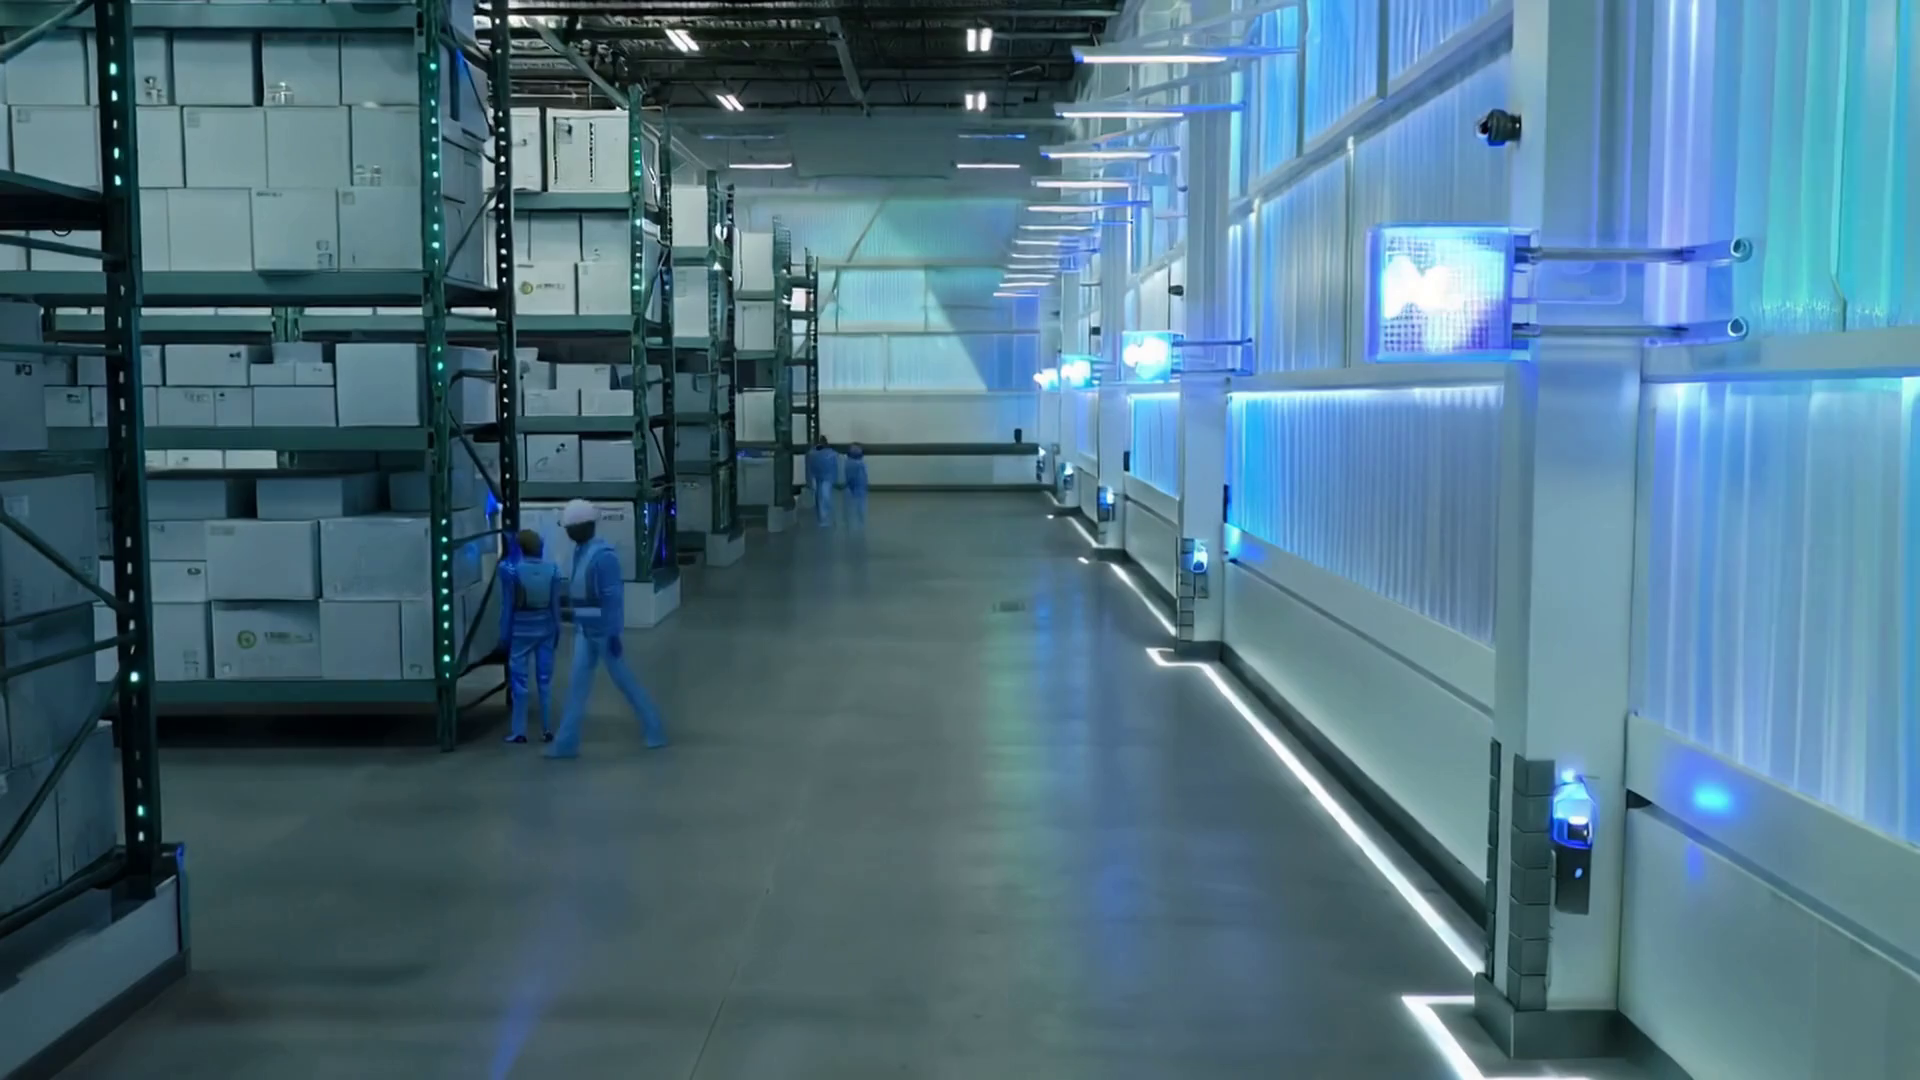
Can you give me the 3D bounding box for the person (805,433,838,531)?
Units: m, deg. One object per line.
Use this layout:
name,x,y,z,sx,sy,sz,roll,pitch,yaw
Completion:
person,-2.715,-1.122,32.513,0.648,1.918,0.446,0,5,3

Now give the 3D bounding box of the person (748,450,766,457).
person,-4.487,-1.555,37.784,0.775,1.881,0.660,0,5,4

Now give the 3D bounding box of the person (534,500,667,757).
person,-2.624,0.635,12.298,1.030,1.892,0.662,-4,6,-40

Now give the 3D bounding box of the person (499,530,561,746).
person,-3.232,0.734,12.555,0.321,1.630,0.520,5,7,44

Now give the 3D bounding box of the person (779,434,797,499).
person,-4.389,-1.876,42.304,0.468,1.737,0.591,4,6,38

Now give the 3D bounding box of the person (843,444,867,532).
person,-2.040,-1.014,32.383,0.680,1.720,0.500,-5,7,-44
